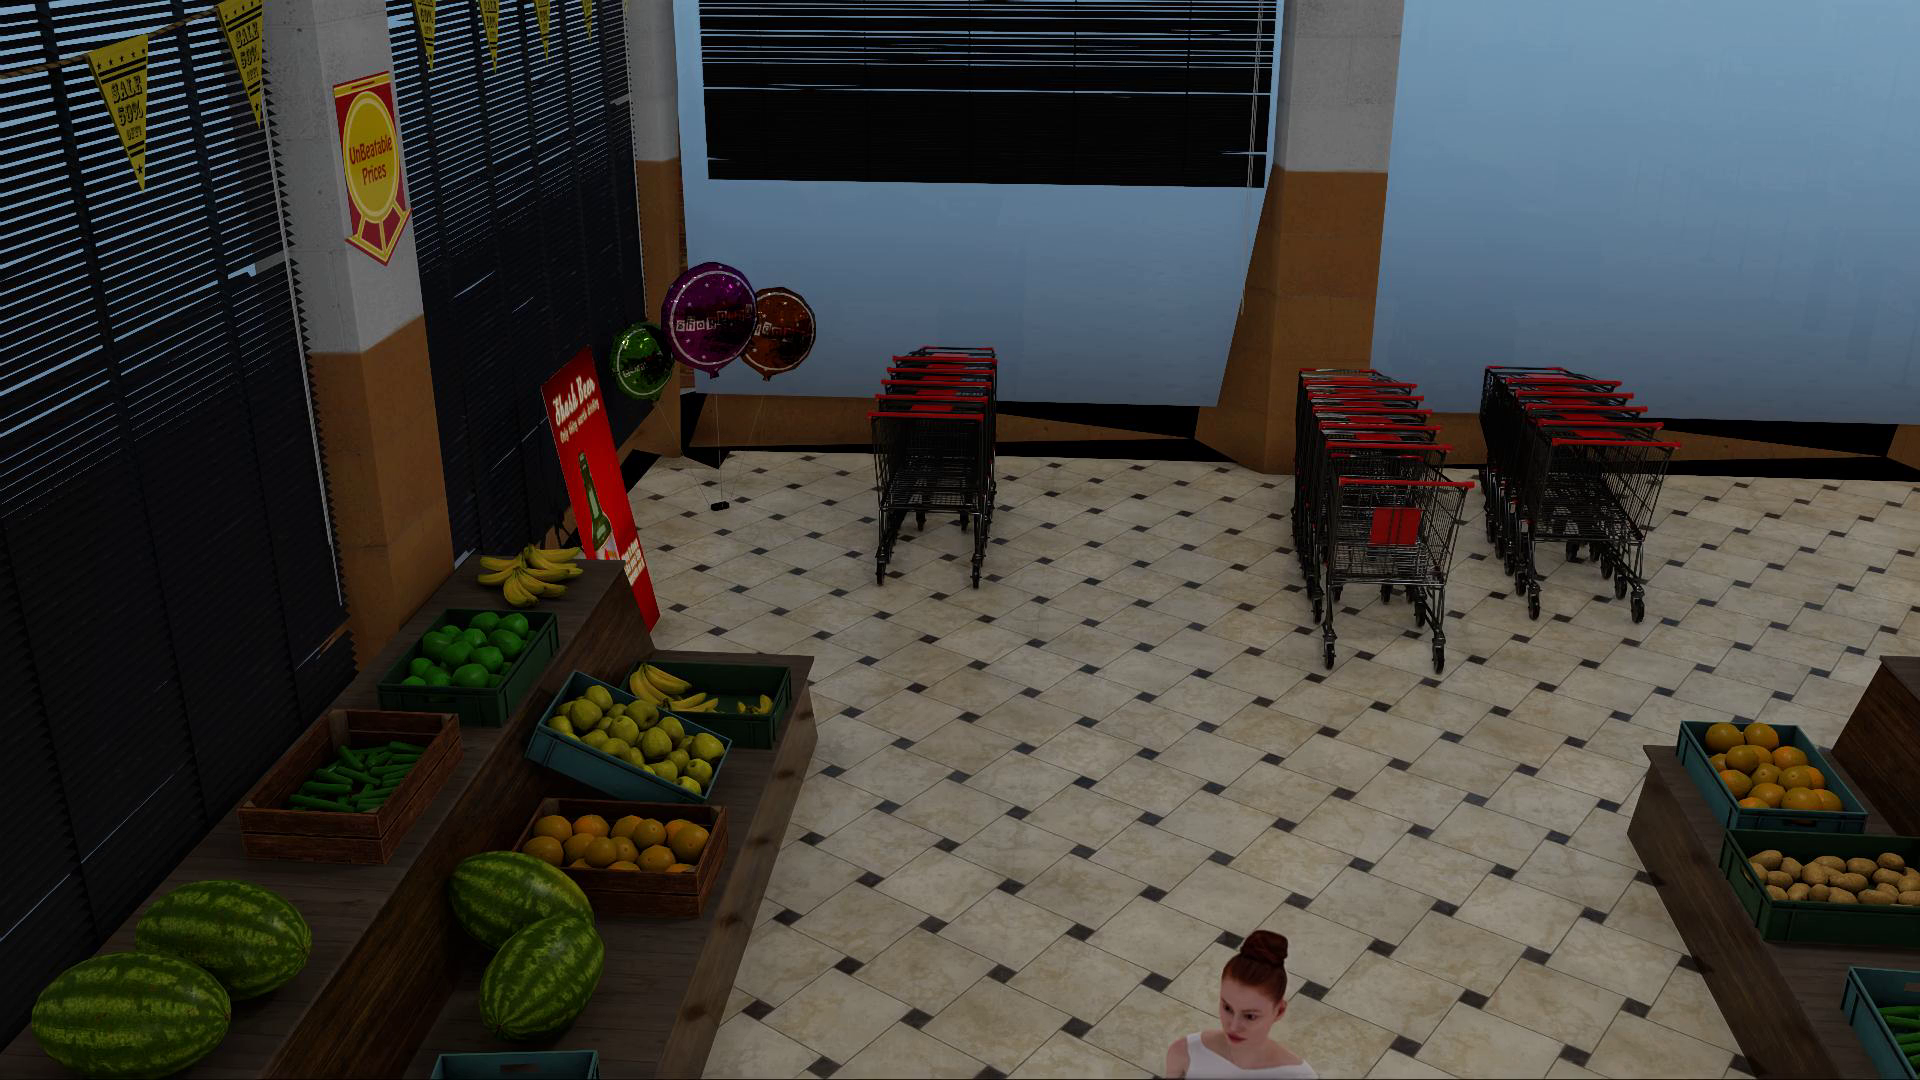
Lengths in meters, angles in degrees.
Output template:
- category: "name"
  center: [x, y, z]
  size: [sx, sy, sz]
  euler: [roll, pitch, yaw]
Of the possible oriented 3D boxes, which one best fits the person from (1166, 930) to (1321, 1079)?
- category: "person"
  center: [0.695, 1.784, 4.280]
  size: [0.622, 1.793, 0.582]
  euler: [10, 24, 23]
